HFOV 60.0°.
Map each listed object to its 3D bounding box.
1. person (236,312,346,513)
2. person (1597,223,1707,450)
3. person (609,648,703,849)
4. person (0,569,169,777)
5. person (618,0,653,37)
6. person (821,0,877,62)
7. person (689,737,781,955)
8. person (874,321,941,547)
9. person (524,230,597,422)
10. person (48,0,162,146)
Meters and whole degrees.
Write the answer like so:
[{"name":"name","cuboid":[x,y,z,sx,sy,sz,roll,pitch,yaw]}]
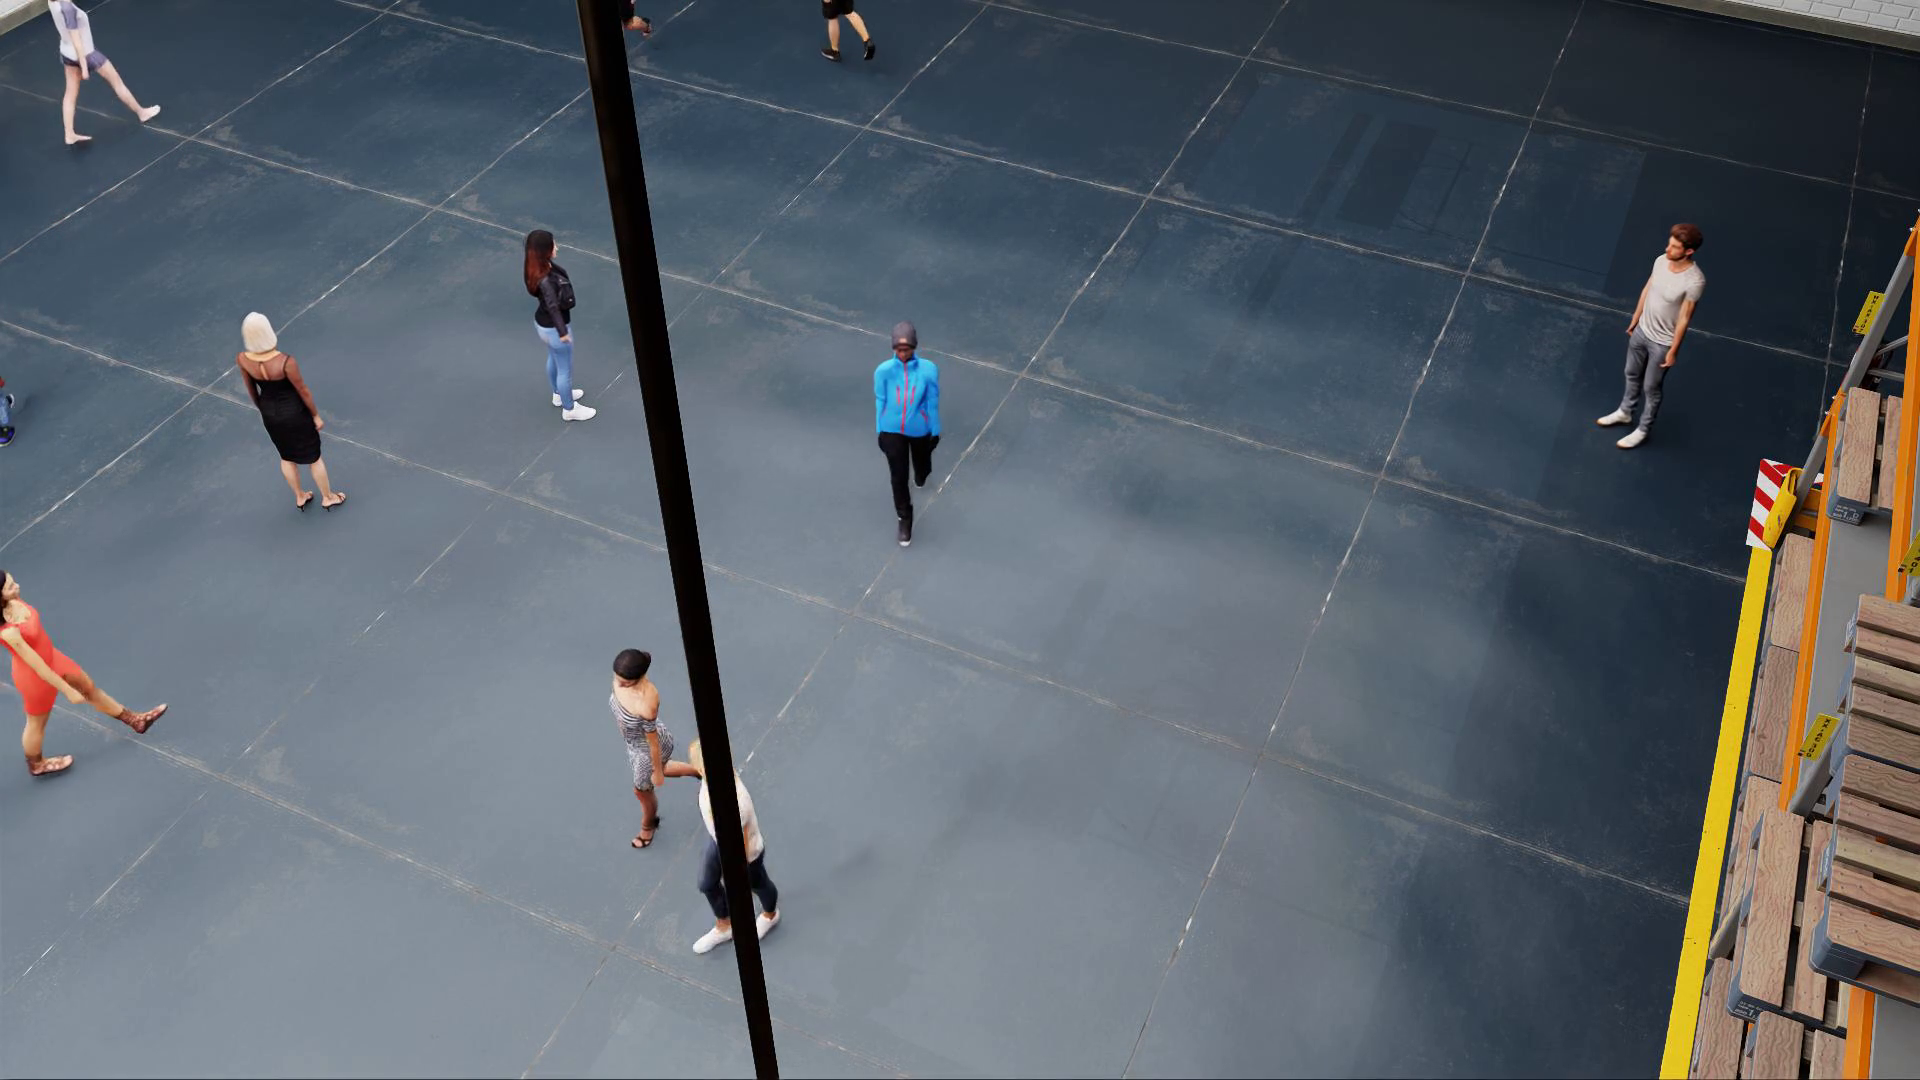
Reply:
[{"name":"person","cuboid":[-4.827,-0.892,11.922,0.651,1.749,0.607,5,44,5]},{"name":"person","cuboid":[5.268,-1.549,12.512,0.804,1.887,0.748,-15,46,-15]},{"name":"person","cuboid":[-1.739,1.180,9.715,1.033,1.793,0.908,-22,48,-22]},{"name":"person","cuboid":[-5.697,0.859,10.144,1.195,1.665,1.043,-21,47,-20]},{"name":"person","cuboid":[-3.458,-5.578,16.885,0.645,1.689,0.942,18,46,18]},{"name":"person","cuboid":[-1.171,-5.647,16.955,0.877,1.691,0.947,35,53,31]},{"name":"person","cuboid":[-1.157,1.650,9.229,0.888,1.784,0.797,-29,51,-27]},{"name":"person","cuboid":[-0.369,-0.835,11.841,0.880,1.778,1.089,0,44,0]},{"name":"person","cuboid":[-3.127,-1.663,12.812,0.762,1.637,0.725,-18,47,-18]},{"name":"person","cuboid":[-8.441,-4.558,15.803,0.726,1.704,1.220,27,50,26]}]
